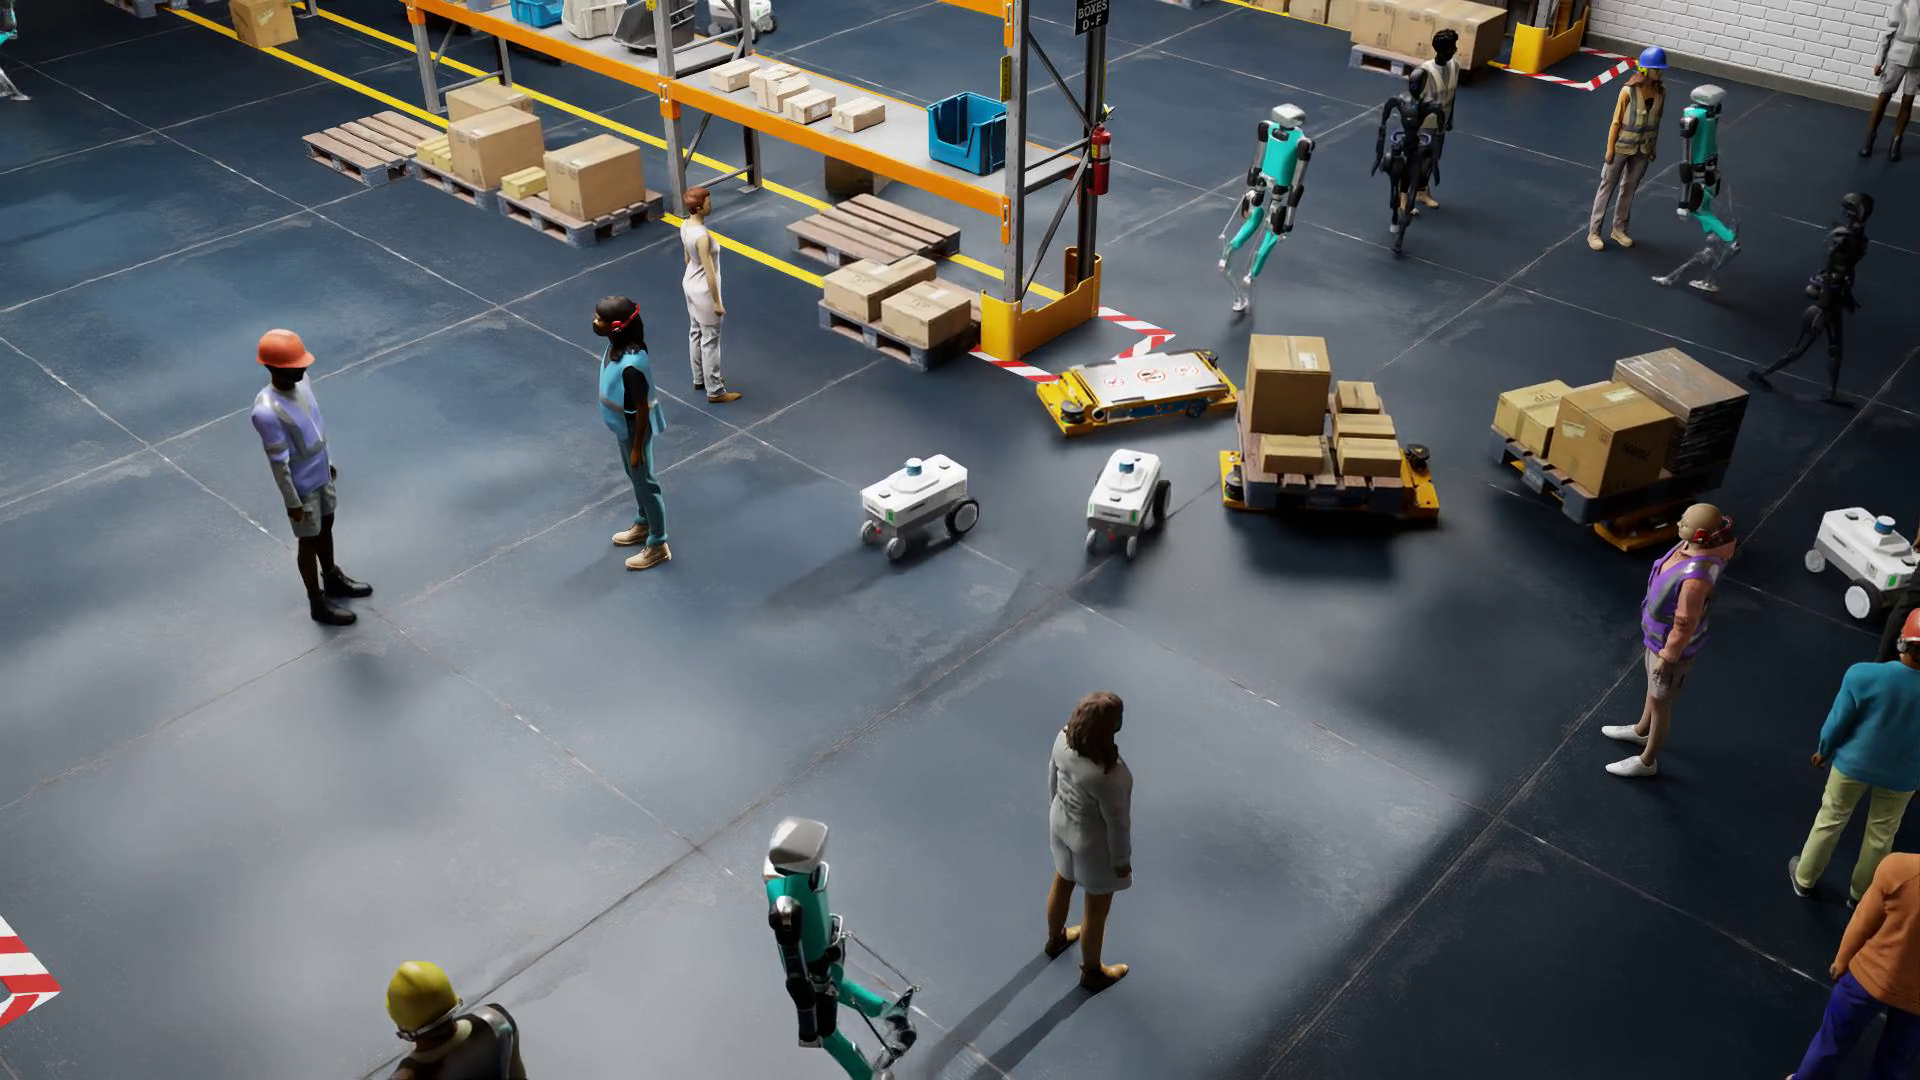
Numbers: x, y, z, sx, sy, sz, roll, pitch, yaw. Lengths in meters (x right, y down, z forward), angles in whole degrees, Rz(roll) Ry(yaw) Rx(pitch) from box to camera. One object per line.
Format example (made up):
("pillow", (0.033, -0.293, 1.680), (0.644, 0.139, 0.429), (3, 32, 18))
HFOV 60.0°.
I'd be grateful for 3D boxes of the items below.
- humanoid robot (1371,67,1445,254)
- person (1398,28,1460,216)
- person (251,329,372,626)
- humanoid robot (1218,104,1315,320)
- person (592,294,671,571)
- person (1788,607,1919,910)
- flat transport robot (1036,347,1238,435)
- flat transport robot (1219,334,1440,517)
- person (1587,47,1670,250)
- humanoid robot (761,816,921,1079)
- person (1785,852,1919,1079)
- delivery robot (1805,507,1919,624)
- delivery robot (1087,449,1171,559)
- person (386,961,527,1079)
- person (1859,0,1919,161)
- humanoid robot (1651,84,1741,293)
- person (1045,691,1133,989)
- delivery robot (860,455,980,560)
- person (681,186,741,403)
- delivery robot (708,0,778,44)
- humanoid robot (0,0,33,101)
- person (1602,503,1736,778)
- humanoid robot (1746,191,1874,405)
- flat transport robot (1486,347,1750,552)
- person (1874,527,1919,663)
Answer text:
("humanoid robot", (3.899, -3.331, 14.446), (0.607, 1.622, 0.828), (13, 37, 18))
("person", (4.251, -3.785, 15.039), (0.532, 1.693, 0.320), (-20, 39, -26))
("person", (-3.861, -0.381, 9.898), (0.376, 1.932, 0.550), (3, 35, 4))
("humanoid robot", (2.318, -2.487, 13.172), (0.751, 1.843, 0.568), (-24, 41, -31))
("person", (-2.043, -0.676, 10.385), (0.391, 1.866, 0.525), (-13, 37, -19))
("person", (4.412, 1.051, 7.988), (0.560, 1.742, 0.336), (15, 37, 21))
("flat transport robot", (1.351, -1.117, 12.429), (1.431, 0.231, 0.659), (-10, 36, -14))
("flat transport robot", (2.525, -0.434, 11.439), (1.431, 0.231, 0.659), (3, 35, 4))
("person", (5.802, -3.378, 14.373), (0.476, 1.780, 0.301), (-7, 35, -10))
("humanoid robot", (-0.400, 1.896, 6.874), (0.730, 1.896, 0.539), (2, 35, 2))
("person", (3.830, 1.774, 6.749), (0.518, 1.972, 0.404), (17, 38, 23))
("delivery robot", (5.693, 0.126, 10.368), (0.499, 0.585, 0.777), (-8, 35, -12))
("delivery robot", (1.081, -0.278, 10.954), (0.499, 0.587, 0.769), (11, 36, 16))
("person", (-1.856, 2.246, 6.193), (0.403, 1.822, 0.598), (20, 39, 26))
("person", (9.157, -4.633, 16.071), (0.547, 1.924, 0.387), (13, 37, 18))
("humanoid robot", (6.158, -2.753, 13.536), (0.834, 1.781, 0.557), (29, 44, 35))
("person", (0.607, 1.353, 7.622), (0.336, 1.659, 0.496), (-22, 40, -29))
("delivery robot", (-0.272, -0.264, 10.955), (0.788, 0.610, 0.499), (-27, 43, -33))
("person", (-1.860, -1.799, 12.189), (0.282, 1.661, 0.451), (-18, 39, -24))
("delivery robot", (-2.557, -6.159, 19.468), (0.753, 0.579, 0.499), (14, 37, 20))
("humanoid robot", (-10.144, -5.425, 17.382), (0.818, 1.787, 0.584), (-16, 38, -21))
("person", (3.750, 0.528, 8.790), (0.346, 1.694, 0.481), (9, 36, 13))
("humanoid robot", (6.356, -1.768, 12.173), (0.752, 1.638, 0.596), (28, 43, 34))
("flat transport robot", (4.351, -0.420, 11.419), (0.659, 0.231, 1.431), (-14, 37, -19))
("person", (5.576, 0.082, 9.305), (0.330, 1.844, 0.514), (-12, 37, -17))
